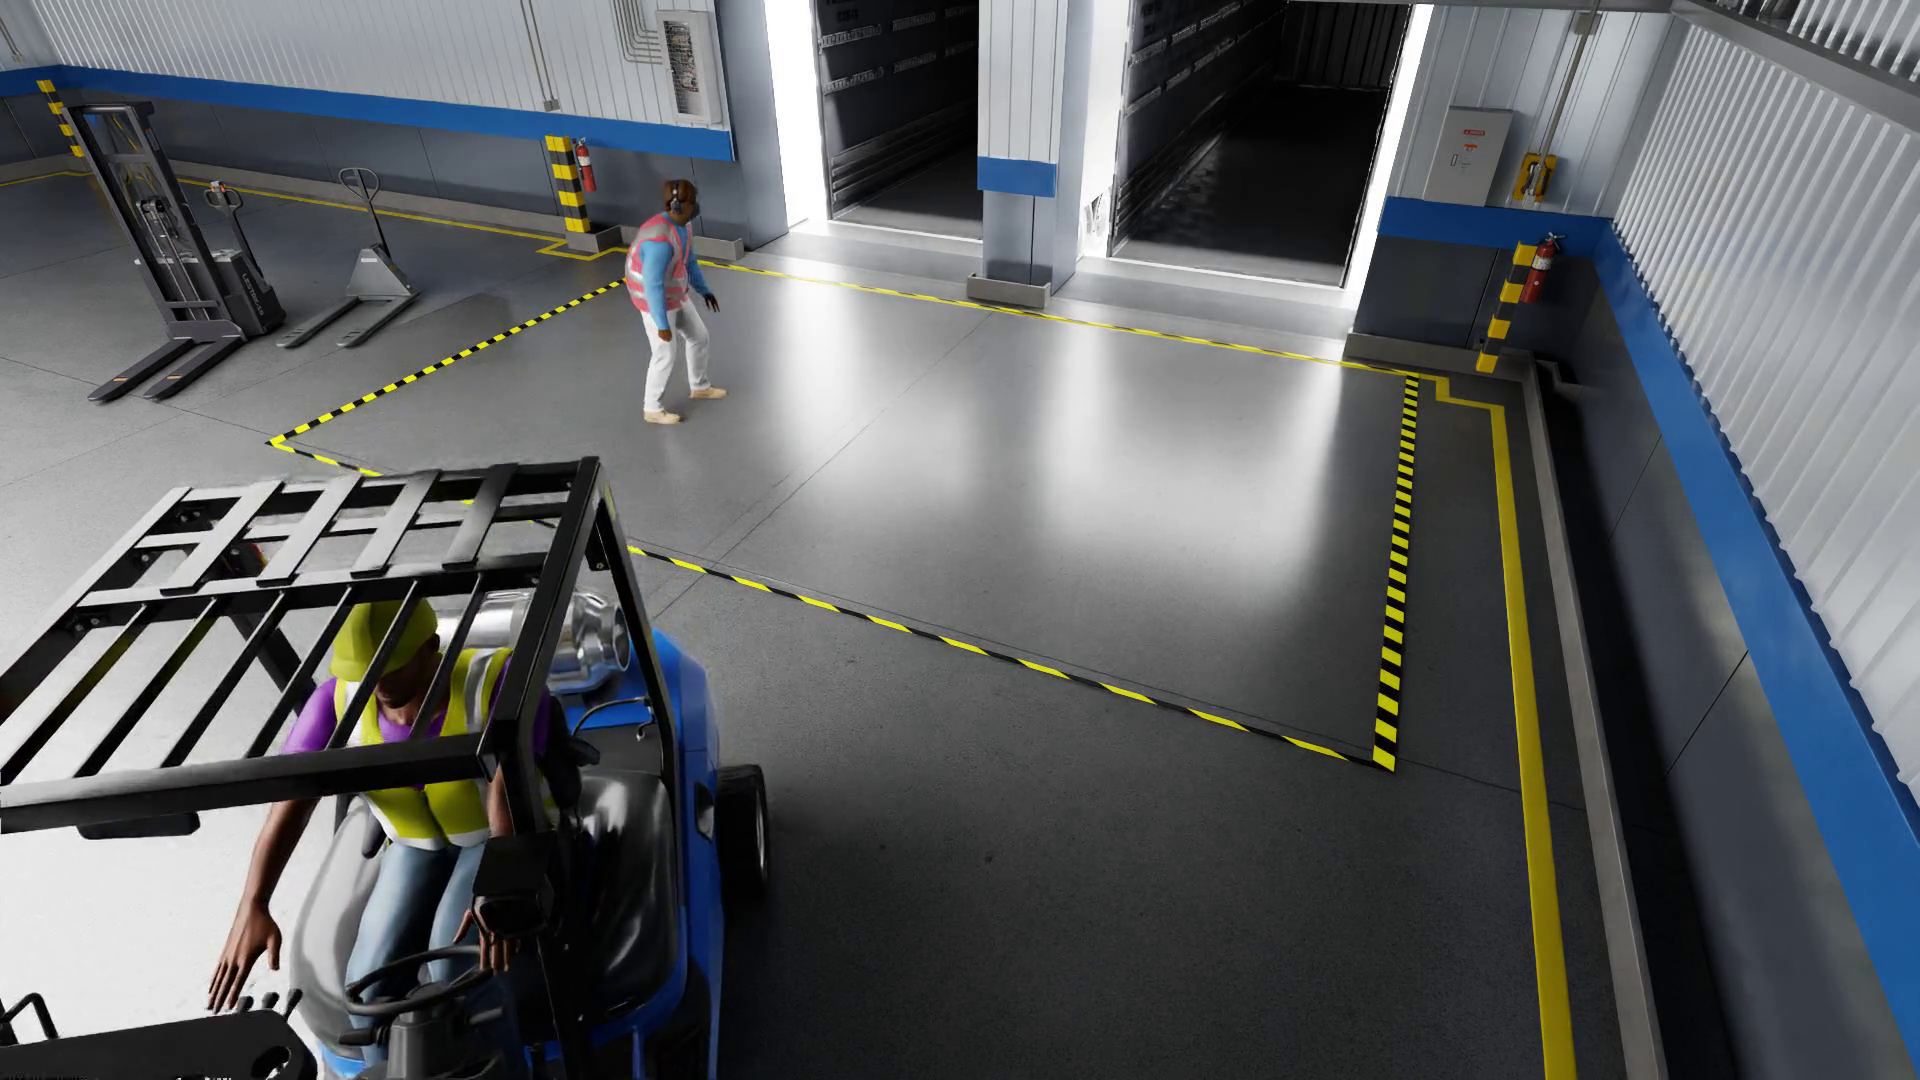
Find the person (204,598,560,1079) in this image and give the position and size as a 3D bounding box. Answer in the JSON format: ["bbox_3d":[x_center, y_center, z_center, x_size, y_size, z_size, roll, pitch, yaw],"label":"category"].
[{"bbox_3d":[-1.313,0.838,2.184,0.635,1.294,1.004,-5,35,-7],"label":"person"}]

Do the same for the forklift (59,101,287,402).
[{"bbox_3d":[-6.686,-2.387,7.434,0.823,1.965,1.885,-3,35,-5],"label":"forklift"}]

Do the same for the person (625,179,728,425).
[{"bbox_3d":[-2.123,-1.756,6.782,0.581,1.729,0.804,2,35,3],"label":"person"}]

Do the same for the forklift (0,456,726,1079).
[{"bbox_3d":[-1.315,0.957,2.341,1.157,2.036,2.680,-5,35,-7],"label":"forklift"}]

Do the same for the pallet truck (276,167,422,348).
[{"bbox_3d":[-5.732,-2.611,8.414,0.680,1.201,1.601,-1,35,-1],"label":"pallet truck"}]
